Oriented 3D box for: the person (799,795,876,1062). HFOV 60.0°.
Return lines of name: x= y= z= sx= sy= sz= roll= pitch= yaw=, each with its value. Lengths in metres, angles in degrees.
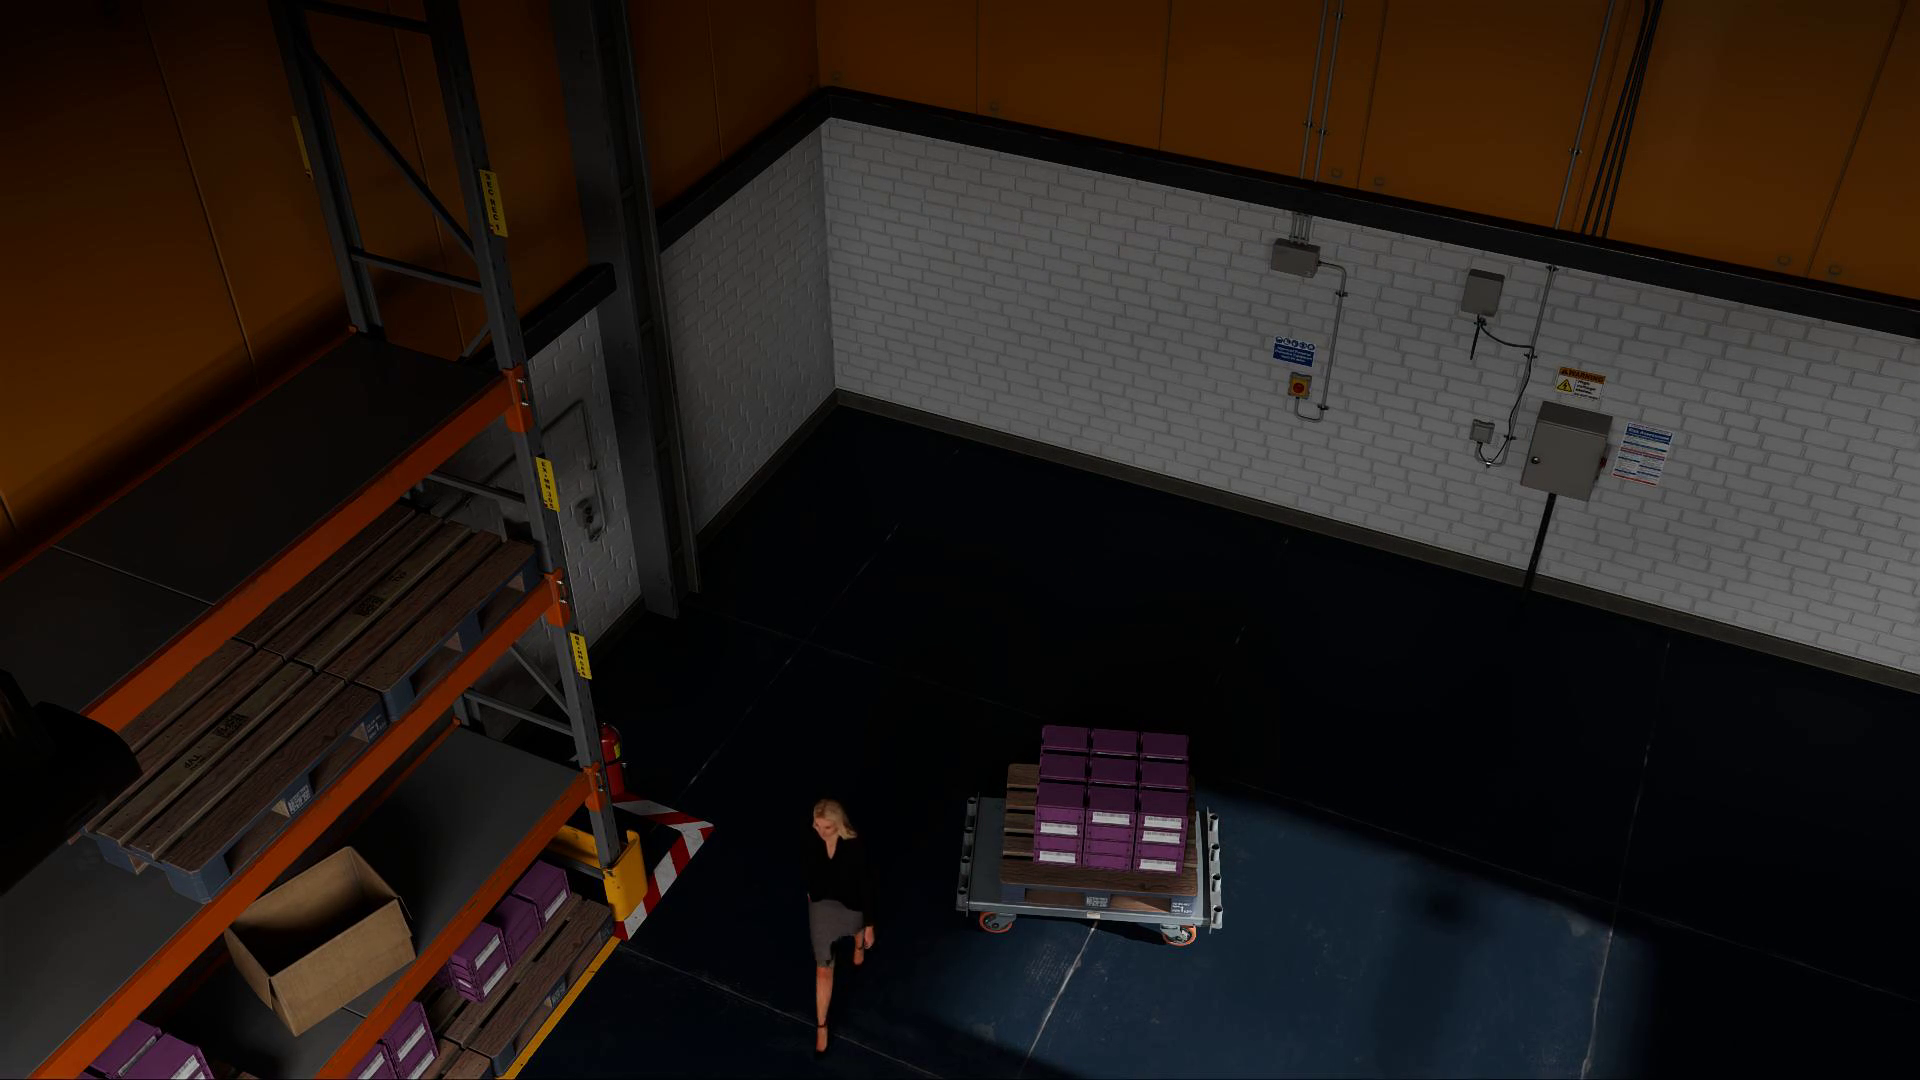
person: x=-0.658 y=2.081 z=9.656 sx=0.817 sy=1.785 sz=1.194 roll=7 pitch=39 yaw=9
